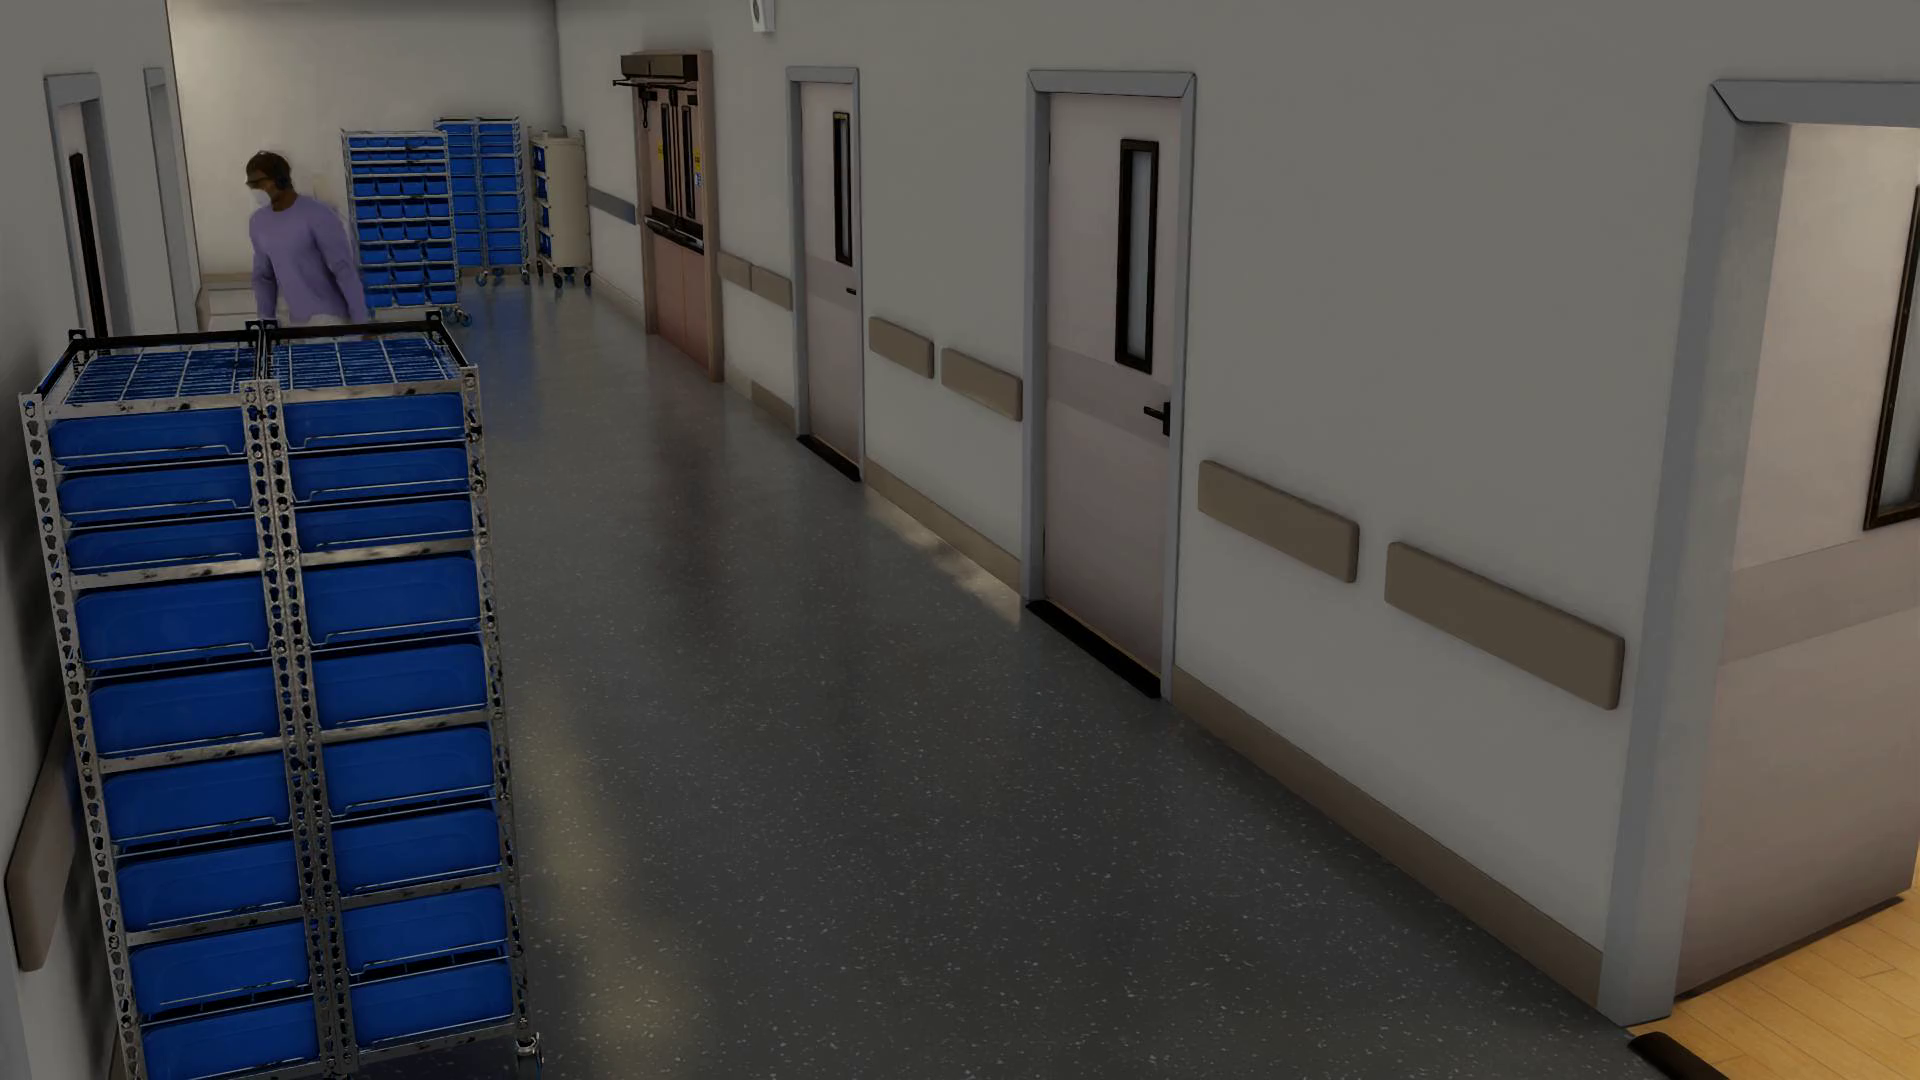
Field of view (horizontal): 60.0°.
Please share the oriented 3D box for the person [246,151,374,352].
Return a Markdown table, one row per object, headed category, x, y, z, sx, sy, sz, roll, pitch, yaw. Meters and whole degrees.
| category | x | y | z | sx | sy | sz | roll | pitch | yaw |
| --- | --- | --- | --- | --- | --- | --- | --- | --- | --- |
| person | -3.614 | -1.224 | 9.335 | 0.636 | 1.896 | 0.598 | 11 | 19 | 34 |
